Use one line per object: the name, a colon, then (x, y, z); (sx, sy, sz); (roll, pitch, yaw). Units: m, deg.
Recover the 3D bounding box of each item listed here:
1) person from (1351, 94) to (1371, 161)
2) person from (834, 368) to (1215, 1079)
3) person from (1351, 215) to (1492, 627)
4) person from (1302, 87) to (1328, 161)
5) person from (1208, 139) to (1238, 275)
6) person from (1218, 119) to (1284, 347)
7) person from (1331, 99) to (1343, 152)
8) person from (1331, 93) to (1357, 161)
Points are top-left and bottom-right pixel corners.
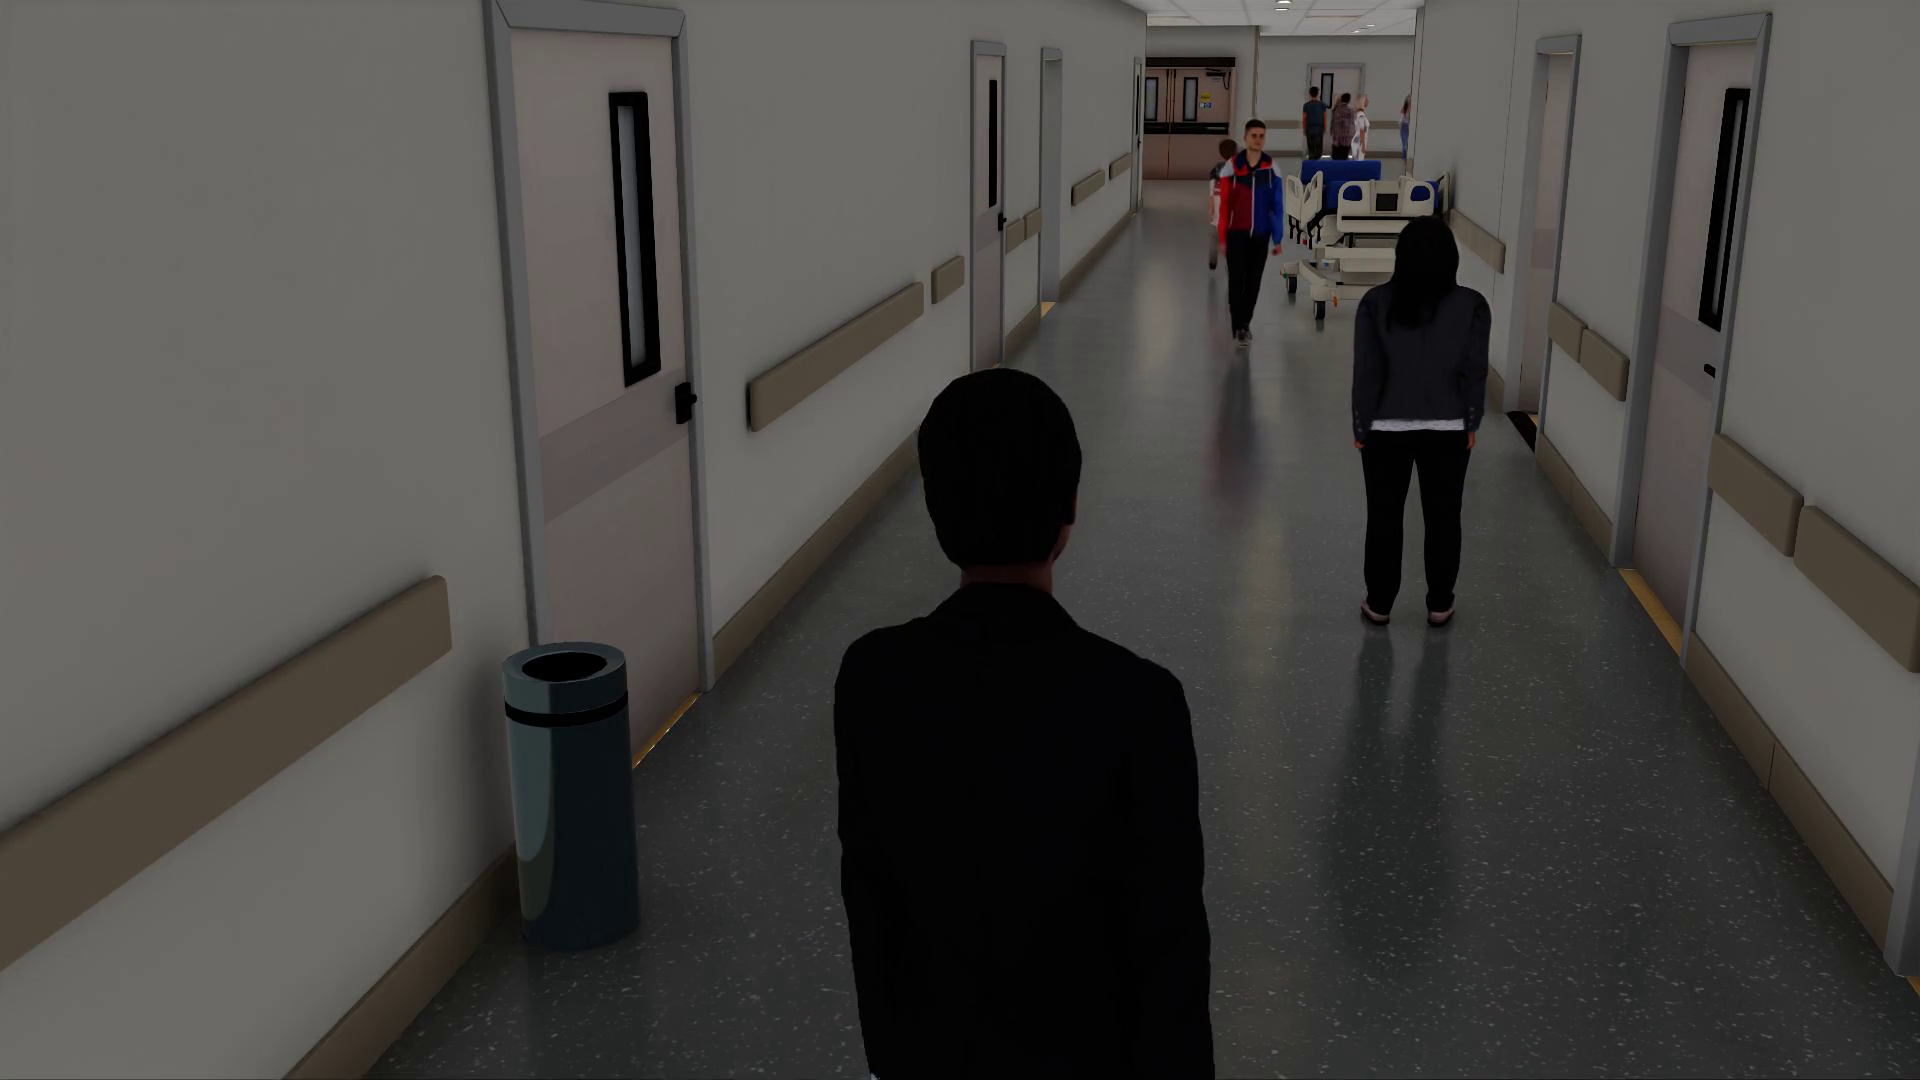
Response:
person: (6.932, -6.858, 28.894); (0.551, 1.752, 0.592); (0, 16, 0)
person: (0.027, 0.743, 1.801); (0.641, 1.823, 0.763); (8, 18, 26)
person: (1.773, -0.453, 6.461); (0.596, 1.597, 0.735); (4, 16, 13)
person: (7.519, -8.684, 35.295); (0.676, 1.792, 0.784); (5, 16, 17)
person: (2.822, -3.492, 17.592); (0.943, 1.407, 0.694); (0, 16, 0)
person: (2.286, -2.424, 13.205); (1.000, 1.731, 0.856); (-1, 16, -2)
person: (9.038, -9.732, 39.602); (0.947, 1.473, 0.765); (6, 17, 21)
person: (7.008, -7.265, 30.382); (0.938, 1.728, 0.904); (12, 20, 36)
